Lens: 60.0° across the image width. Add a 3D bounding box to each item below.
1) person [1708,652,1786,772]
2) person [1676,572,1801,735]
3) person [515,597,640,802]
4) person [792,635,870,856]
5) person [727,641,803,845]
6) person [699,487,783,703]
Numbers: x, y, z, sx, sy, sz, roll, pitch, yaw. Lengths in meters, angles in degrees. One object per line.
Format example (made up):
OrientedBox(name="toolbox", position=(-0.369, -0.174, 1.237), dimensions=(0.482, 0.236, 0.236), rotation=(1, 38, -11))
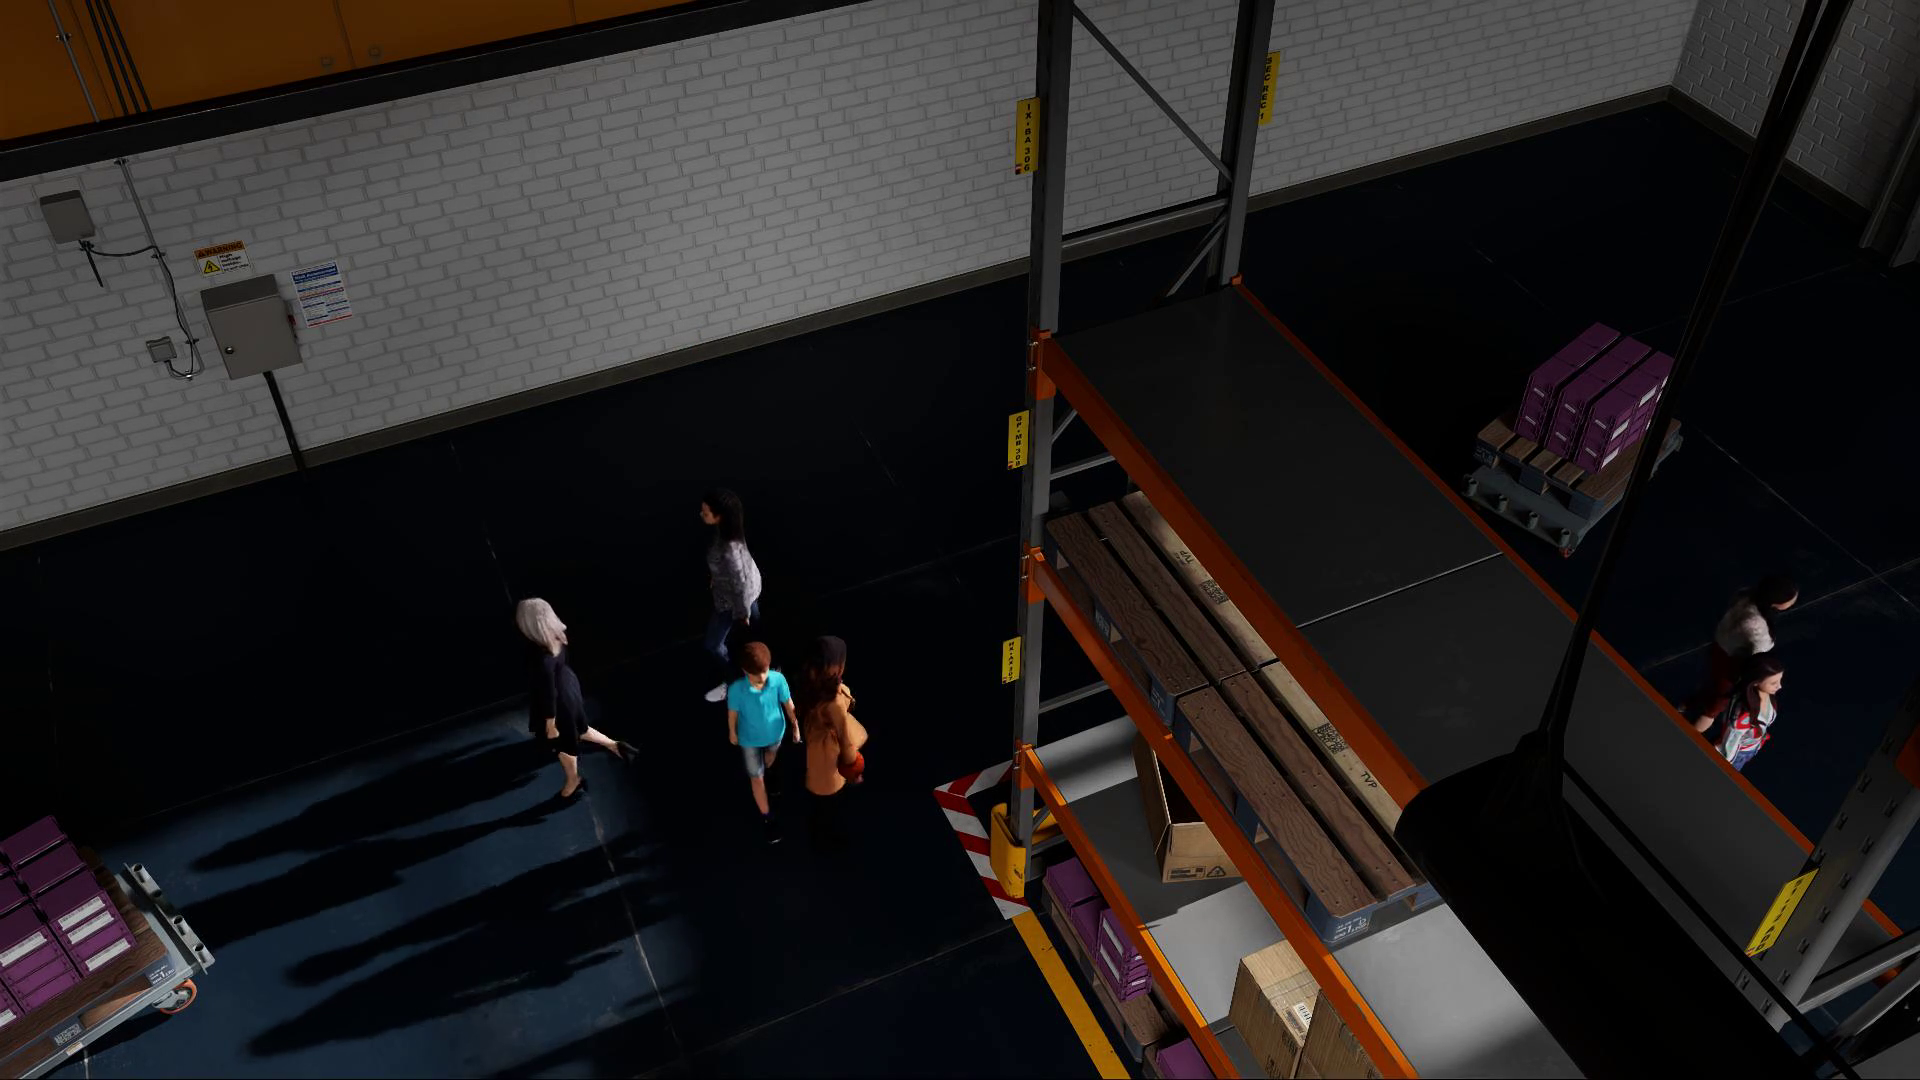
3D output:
OrientedBox(name="person", position=(4.481, 1.245, 9.727), dimensions=(0.630, 1.614, 0.653), rotation=(34, 53, 30))
OrientedBox(name="person", position=(4.574, 0.802, 10.109), dimensions=(0.829, 1.729, 0.755), rotation=(2, 44, 2))
OrientedBox(name="person", position=(-2.306, 0.968, 9.931), dimensions=(0.745, 1.733, 0.830), rotation=(-9, 44, -9))
OrientedBox(name="person", position=(-0.844, 1.214, 9.689), dimensions=(0.858, 1.711, 0.649), rotation=(-16, 46, -16))
OrientedBox(name="person", position=(-1.221, 1.084, 10.037), dimensions=(0.554, 1.420, 0.873), rotation=(-16, 46, -16))
OrientedBox(name="person", position=(-1.338, 0.332, 10.614), dimensions=(0.809, 1.713, 0.779), rotation=(-2, 44, -2))
